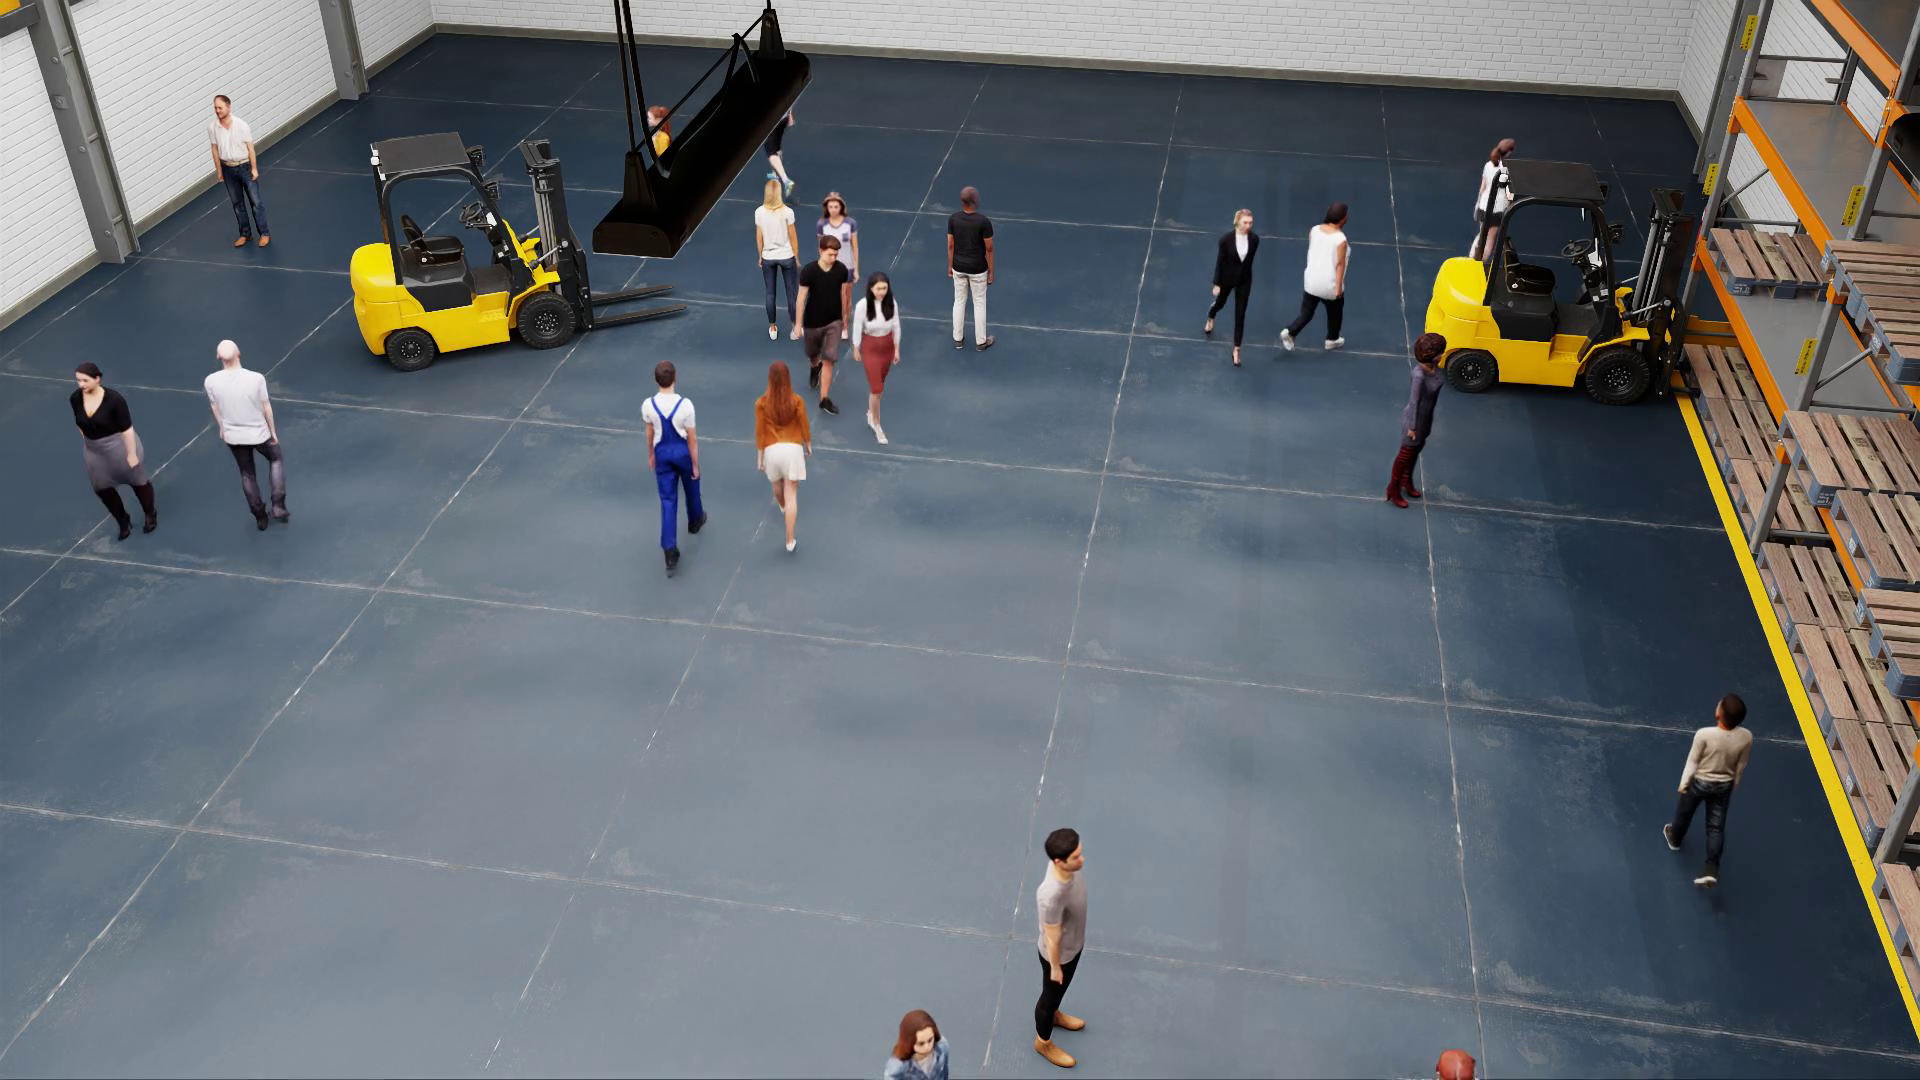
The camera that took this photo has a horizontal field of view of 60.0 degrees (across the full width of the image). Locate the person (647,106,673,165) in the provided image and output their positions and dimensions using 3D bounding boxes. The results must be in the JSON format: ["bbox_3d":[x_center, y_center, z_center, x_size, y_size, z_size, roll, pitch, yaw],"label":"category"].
[{"bbox_3d":[-3.554,-4.354,19.949,0.740,1.749,0.640,-13,36,-19],"label":"person"}]

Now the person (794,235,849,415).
[{"bbox_3d":[-1.396,-2.238,16.695,1.089,1.826,1.290,-7,34,-11],"label":"person"}]

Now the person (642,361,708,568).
[{"bbox_3d":[-2.483,-0.627,14.292,0.743,1.804,1.234,1,34,2],"label":"person"}]

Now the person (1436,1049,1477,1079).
[{"bbox_3d":[2.426,3.189,8.594,0.894,1.757,1.155,-9,35,-14],"label":"person"}]

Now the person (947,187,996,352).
[{"bbox_3d":[0.103,-2.883,17.688,0.691,1.803,0.608,10,35,14],"label":"person"}]

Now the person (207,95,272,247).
[{"bbox_3d":[-8.684,-4.471,20.029,0.694,1.856,0.625,0,34,1],"label":"person"}]

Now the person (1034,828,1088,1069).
[{"bbox_3d":[0.593,2.370,9.856,0.693,1.724,0.505,10,35,15],"label":"person"}]

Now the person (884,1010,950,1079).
[{"bbox_3d":[-0.267,3.056,9.078,0.994,1.442,1.077,-19,38,-26],"label":"person"}]

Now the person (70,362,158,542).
[{"bbox_3d":[-7.401,-0.825,14.647,0.702,1.741,0.682,2,34,3],"label":"person"}]

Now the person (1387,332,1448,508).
[{"bbox_3d":[4.151,-1.103,15.097,0.704,1.707,0.591,23,40,31],"label":"person"}]

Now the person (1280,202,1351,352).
[{"bbox_3d":[3.807,-2.732,17.590,1.136,1.659,1.080,-21,39,-28],"label":"person"}]

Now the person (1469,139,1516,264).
[{"bbox_3d":[6.013,-3.714,18.995,0.813,1.740,0.752,-24,40,-31],"label":"person"}]

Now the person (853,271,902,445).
[{"bbox_3d":[-0.828,-1.840,16.186,0.815,1.729,0.902,-15,36,-21],"label":"person"}]

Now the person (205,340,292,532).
[{"bbox_3d":[-6.284,-0.875,14.653,0.791,1.818,0.811,-8,34,-12],"label":"person"}]

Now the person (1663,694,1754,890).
[{"bbox_3d":[5.053,1.677,11.151,0.549,1.444,0.940,4,34,7],"label":"person"}]

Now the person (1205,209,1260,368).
[{"bbox_3d":[2.861,-2.734,17.598,0.855,1.654,1.233,-3,34,-4],"label":"person"}]

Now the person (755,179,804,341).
[{"bbox_3d":[-1.950,-3.005,17.867,0.619,1.806,0.525,3,34,4],"label":"person"}]

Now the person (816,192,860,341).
[{"bbox_3d":[-1.285,-2.956,17.879,0.687,1.713,0.853,0,34,0],"label":"person"}]

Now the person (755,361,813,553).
[{"bbox_3d":[-1.540,-0.695,14.514,0.823,1.673,1.208,-2,34,-3],"label":"person"}]
